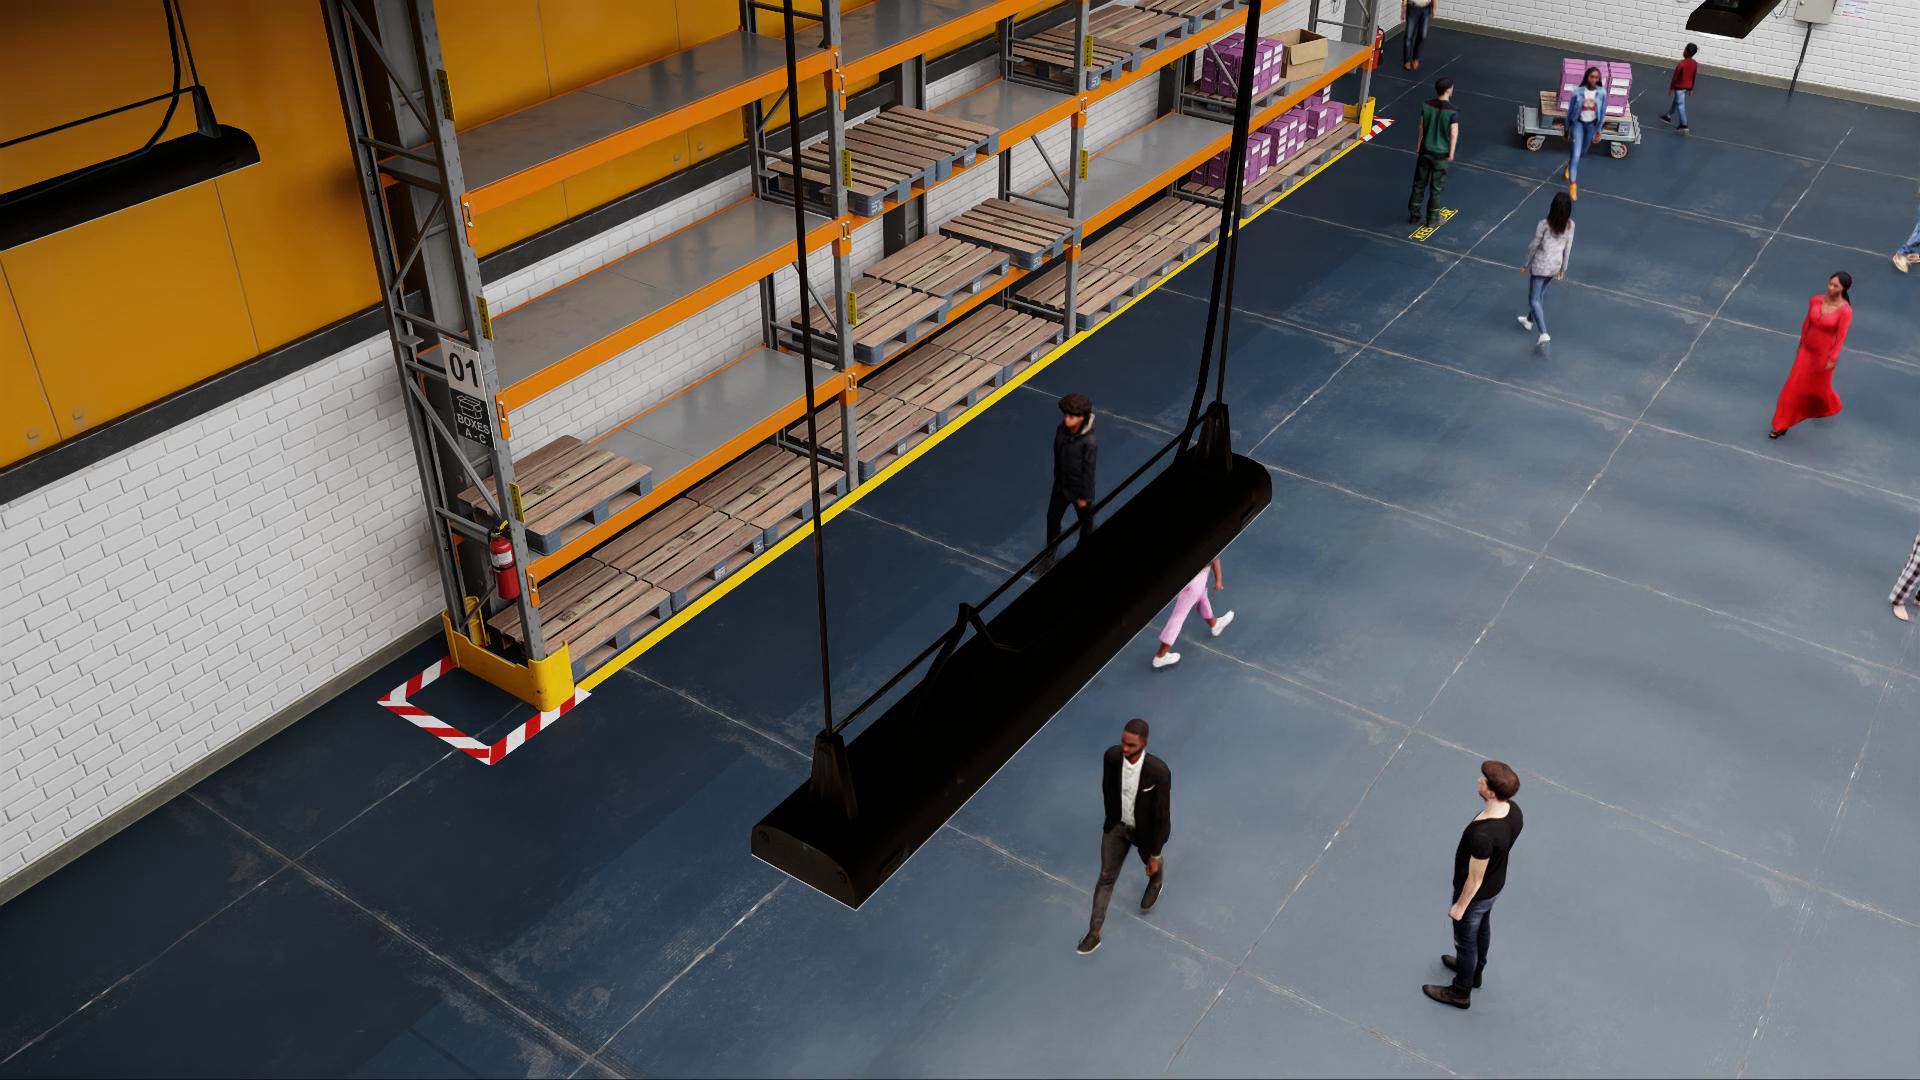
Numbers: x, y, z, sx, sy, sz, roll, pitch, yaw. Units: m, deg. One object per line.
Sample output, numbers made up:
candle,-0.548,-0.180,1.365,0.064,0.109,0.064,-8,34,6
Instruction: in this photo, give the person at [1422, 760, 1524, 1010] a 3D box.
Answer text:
person,3.250,2.161,10.401,0.749,1.895,0.488,24,40,31

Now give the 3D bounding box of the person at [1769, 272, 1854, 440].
person,8.583,-1.839,16.539,1.153,1.762,0.864,-21,39,-28

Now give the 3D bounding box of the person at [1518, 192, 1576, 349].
person,6.450,-2.954,18.268,1.095,1.705,1.132,-7,34,-10

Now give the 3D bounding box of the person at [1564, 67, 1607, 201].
person,8.231,-5.429,22.017,0.980,1.677,1.259,4,34,6

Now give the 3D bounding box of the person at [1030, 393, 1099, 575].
person,1.056,-0.532,14.578,0.693,1.755,0.874,25,41,32

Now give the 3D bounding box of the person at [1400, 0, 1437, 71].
person,7.264,-8.423,26.369,0.811,1.845,0.810,6,34,9

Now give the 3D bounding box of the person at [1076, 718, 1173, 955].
person,1.203,1.868,10.975,0.734,1.747,1.195,18,38,25

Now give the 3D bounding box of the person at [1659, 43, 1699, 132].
person,10.500,-6.528,24.077,0.891,1.226,0.844,-13,36,-19

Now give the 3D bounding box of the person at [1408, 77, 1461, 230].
person,6.004,-4.906,21.030,0.694,1.899,0.610,27,42,34
